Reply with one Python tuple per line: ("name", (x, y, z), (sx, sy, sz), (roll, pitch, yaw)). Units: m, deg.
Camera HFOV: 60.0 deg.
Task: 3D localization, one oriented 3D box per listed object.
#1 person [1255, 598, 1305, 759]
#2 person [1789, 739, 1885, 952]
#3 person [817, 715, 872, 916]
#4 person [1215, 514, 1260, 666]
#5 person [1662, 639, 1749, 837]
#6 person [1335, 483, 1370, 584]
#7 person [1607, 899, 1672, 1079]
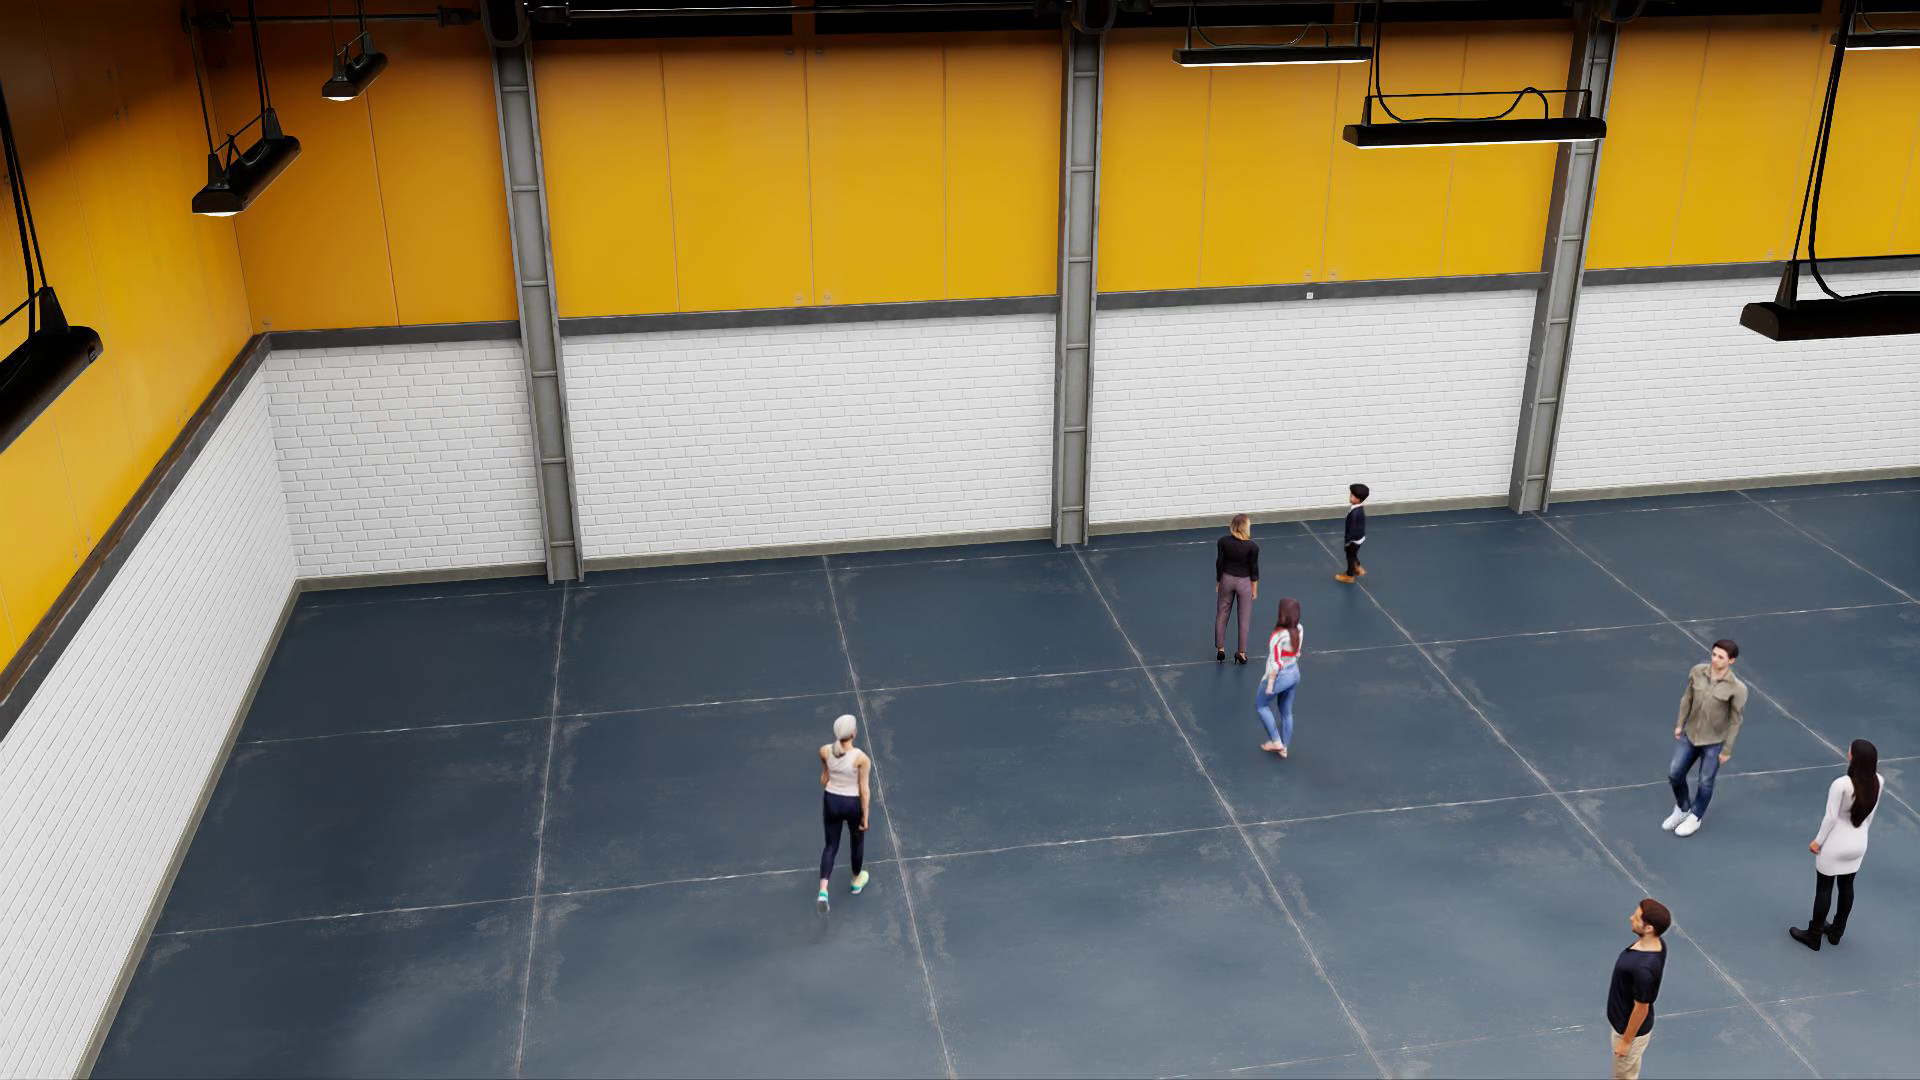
("person", (3.033, 1.298, 15.330), (0.658, 1.606, 0.764), (-19, 30, -37))
("person", (6.751, 2.327, 12.725), (0.476, 1.808, 0.677), (-6, 24, -13))
("person", (-0.959, 2.192, 13.192), (1.060, 1.681, 0.957), (7, 25, 16))
("person", (2.826, 0.505, 17.064), (0.643, 1.671, 0.742), (10, 26, 22))
("person", (6.416, 1.661, 14.186), (0.804, 1.859, 0.821), (-16, 28, -32))
("person", (4.541, -0.073, 18.951), (0.670, 1.219, 0.619), (11, 26, 24))
("person", (4.372, 3.135, 10.814), (0.732, 1.858, 0.722), (11, 26, 23))
